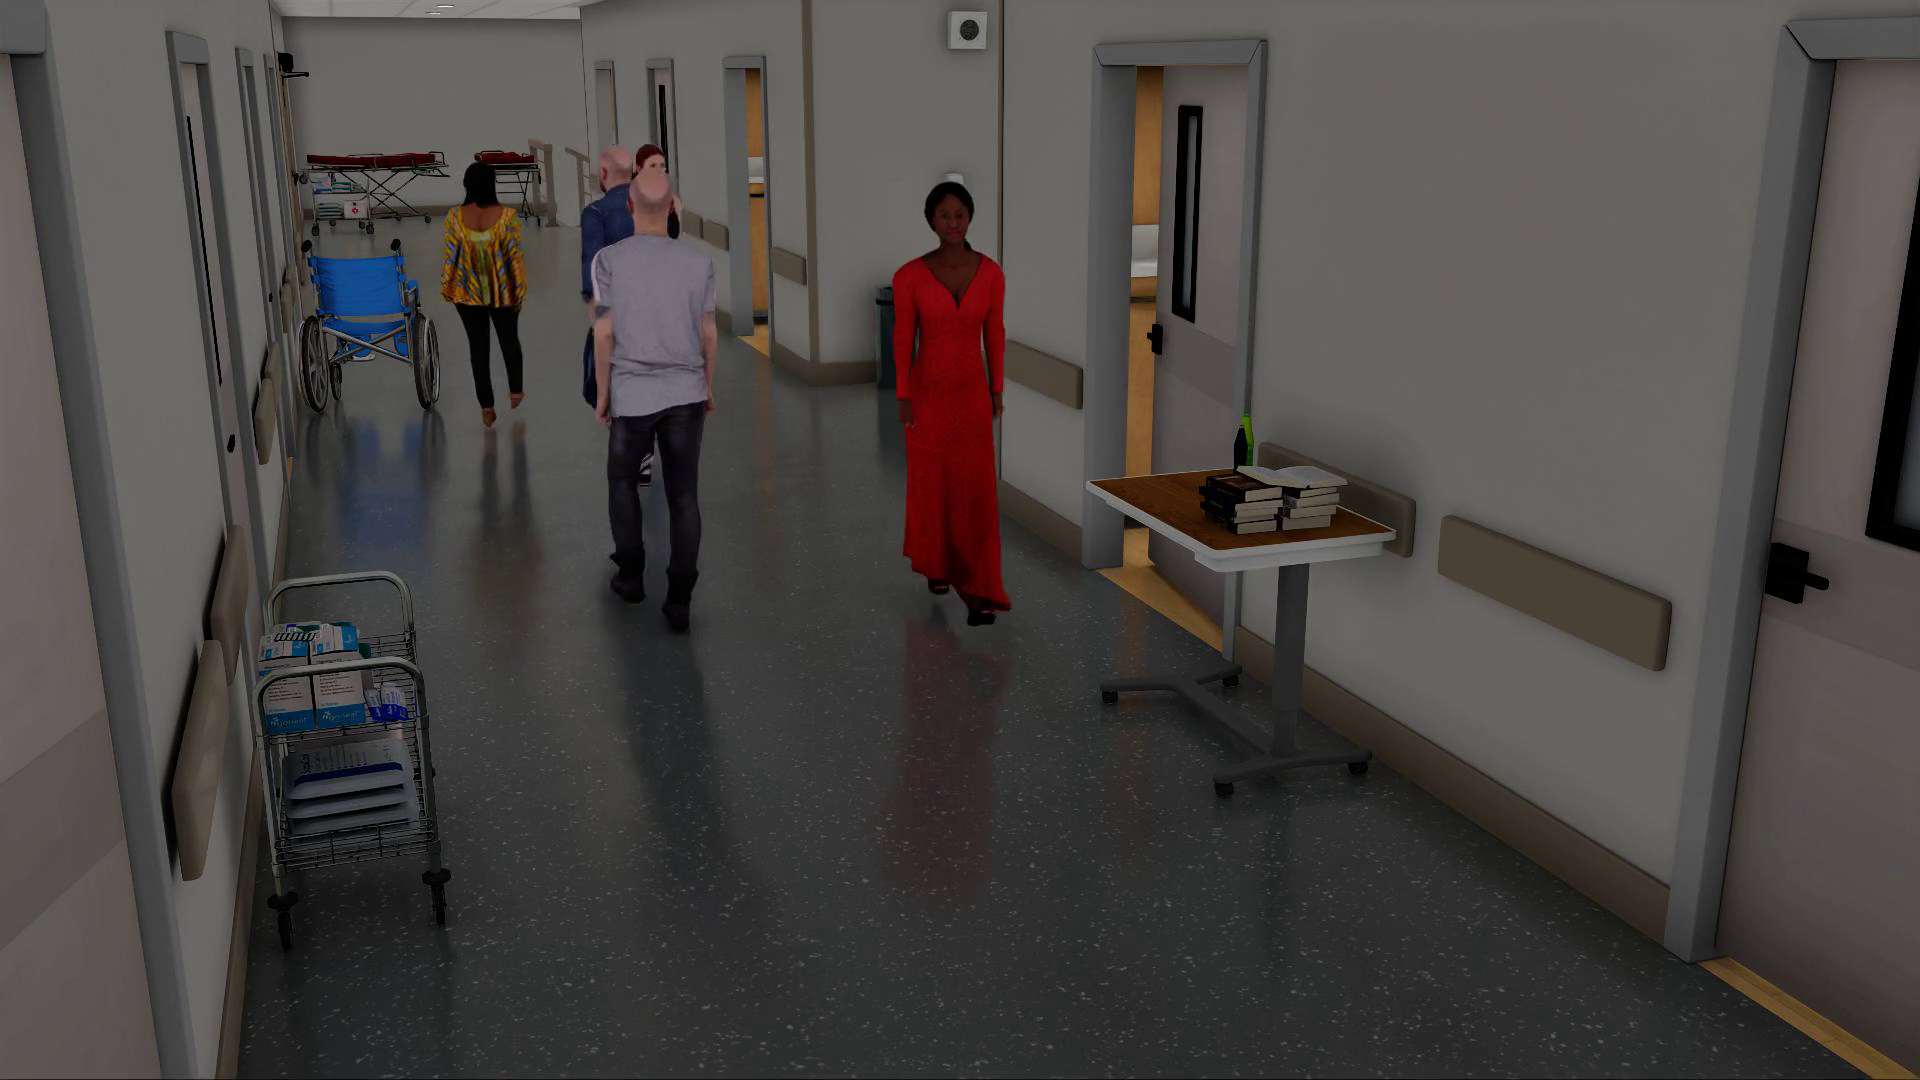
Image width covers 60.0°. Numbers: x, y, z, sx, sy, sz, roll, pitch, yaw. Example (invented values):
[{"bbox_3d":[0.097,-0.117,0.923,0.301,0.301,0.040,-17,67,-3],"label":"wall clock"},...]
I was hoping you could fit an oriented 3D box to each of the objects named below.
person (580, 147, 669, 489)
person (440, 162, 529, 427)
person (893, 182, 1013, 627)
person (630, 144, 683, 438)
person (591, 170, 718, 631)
[{"bbox_3d":[-1.714,-1.133,8.771,0.867,1.810,0.912,-15,21,-42],"label":"person"},{"bbox_3d":[-2.989,-1.512,10.461,0.795,1.622,1.016,-3,16,-10],"label":"person"},{"bbox_3d":[-0.064,-0.534,6.796,0.768,1.728,1.203,-3,16,-9],"label":"person"},{"bbox_3d":[-1.872,-1.477,10.075,0.681,1.764,0.872,-10,19,-32],"label":"person"},{"bbox_3d":[-1.189,-0.522,6.611,0.681,1.806,0.879,-6,17,-20],"label":"person"}]
